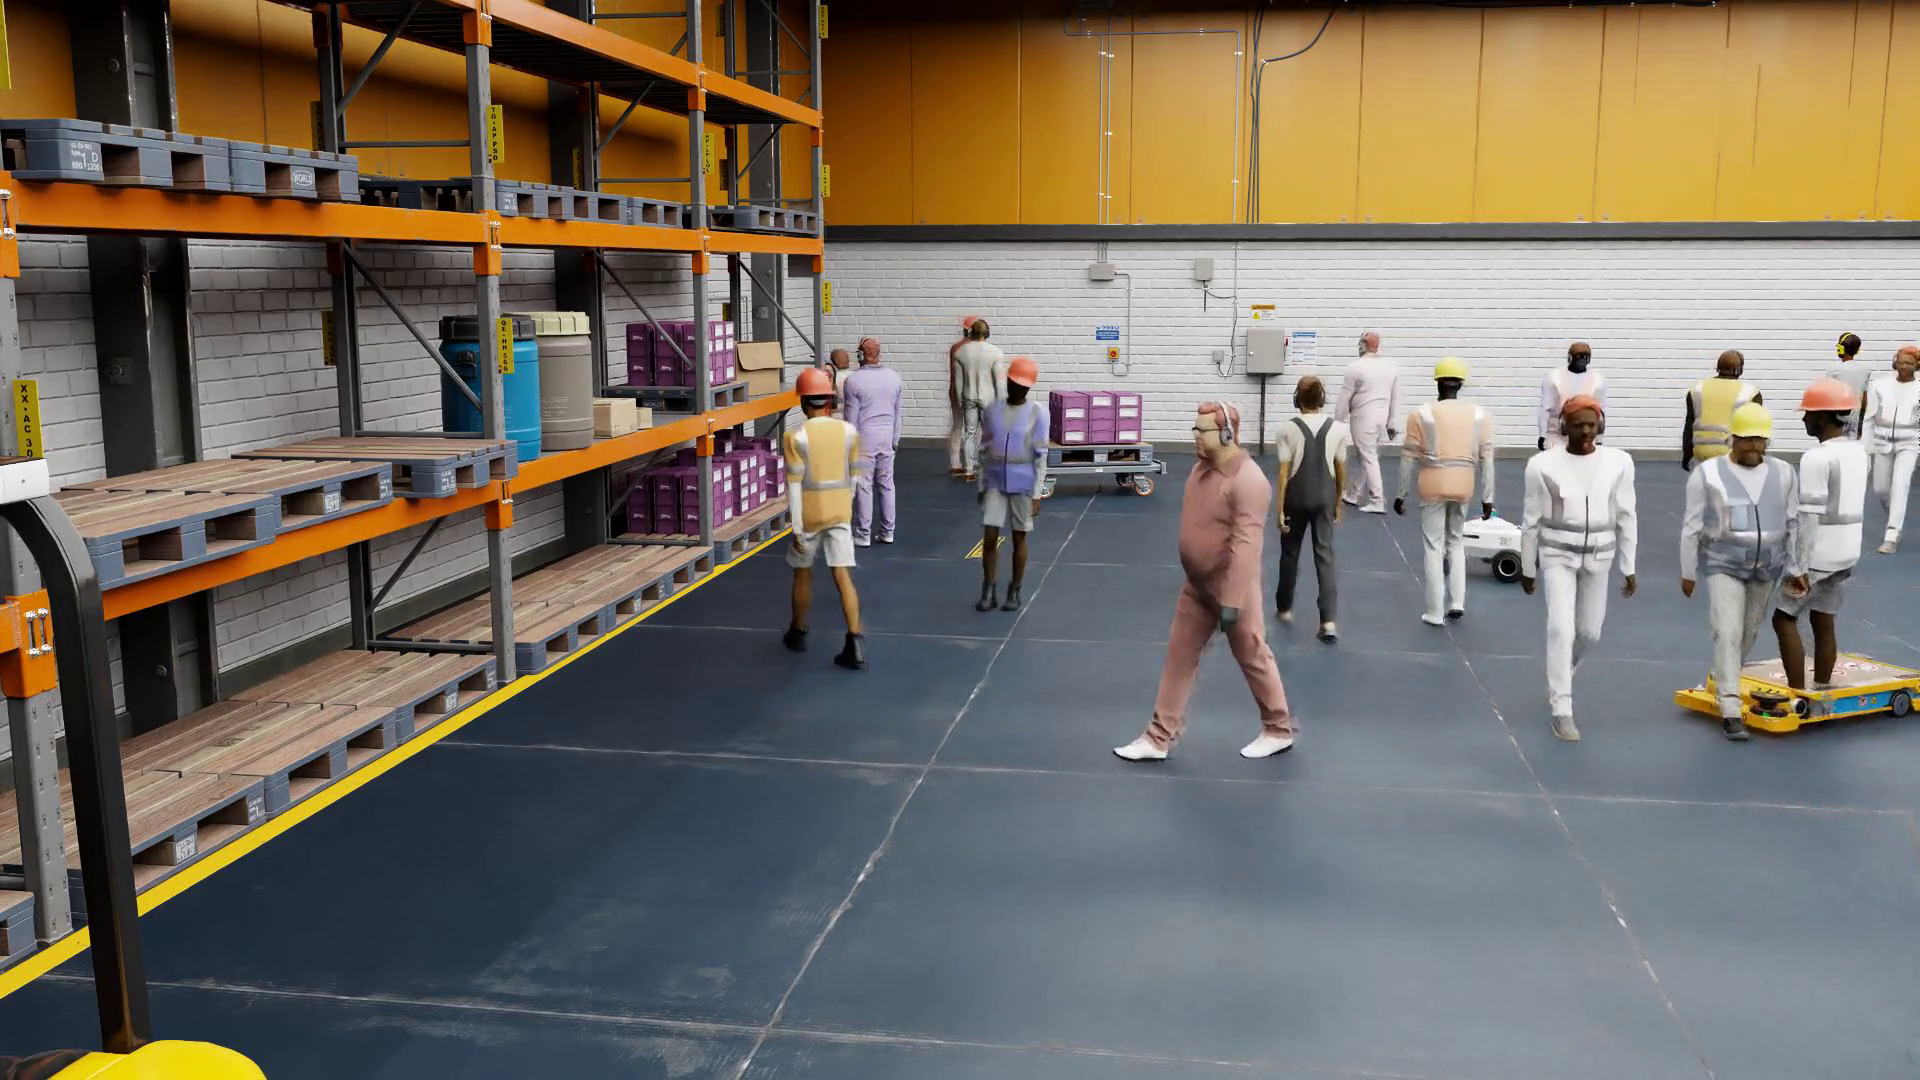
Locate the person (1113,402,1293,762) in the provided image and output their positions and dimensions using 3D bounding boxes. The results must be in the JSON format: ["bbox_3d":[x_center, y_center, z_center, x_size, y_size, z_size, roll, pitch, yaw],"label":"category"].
[{"bbox_3d":[1.303,0.226,8.426,0.991,1.853,0.666,-4,10,-22],"label":"person"}]

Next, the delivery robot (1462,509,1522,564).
[{"bbox_3d":[4.329,-0.014,13.615,0.707,0.478,0.477,6,11,33],"label":"delivery robot"}]

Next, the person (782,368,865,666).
[{"bbox_3d":[-0.874,-0.152,10.668,0.552,1.897,0.979,-4,10,-25],"label":"person"}]

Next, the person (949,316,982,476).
[{"bbox_3d":[0.137,-1.755,20.320,0.697,1.951,0.645,-7,12,-38],"label":"person"}]

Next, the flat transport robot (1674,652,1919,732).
[{"bbox_3d":[4.857,0.847,9.466,1.431,0.197,0.652,-4,10,-24],"label":"flat transport robot"}]

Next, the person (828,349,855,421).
[{"bbox_3d":[-1.362,-1.356,18.873,0.551,1.618,0.537,-5,11,-30],"label":"person"}]

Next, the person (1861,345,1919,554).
[{"bbox_3d":[8.472,-0.833,14.990,0.858,1.856,0.578,-9,13,-43],"label":"person"}]

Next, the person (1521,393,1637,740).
[{"bbox_3d":[3.364,0.110,9.137,0.587,1.862,0.786,1,9,4],"label":"person"}]

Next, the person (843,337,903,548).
[{"bbox_3d":[-0.825,-0.886,15.125,0.643,1.909,0.410,-8,12,-41],"label":"person"}]

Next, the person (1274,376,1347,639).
[{"bbox_3d":[2.431,-0.235,11.508,0.511,1.794,0.994,0,9,-2],"label":"person"}]

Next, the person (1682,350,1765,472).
[{"bbox_3d":[6.758,-0.760,14.644,0.656,1.810,0.831,9,13,43],"label":"person"}]

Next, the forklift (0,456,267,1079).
[{"bbox_3d":[-2.328,0.975,2.765,2.313,2.155,1.214,1,9,9],"label":"forklift"}]

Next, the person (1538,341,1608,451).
[{"bbox_3d":[5.976,-1.030,16.250,0.642,1.828,0.618,2,10,15],"label":"person"}]

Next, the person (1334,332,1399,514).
[{"bbox_3d":[4.171,-1.231,17.407,0.644,1.861,0.955,-6,11,-32],"label":"person"}]

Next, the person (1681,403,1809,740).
[{"bbox_3d":[4.286,0.151,9.089,0.594,1.795,0.819,0,9,3],"label":"person"}]

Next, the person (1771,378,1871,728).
[{"bbox_3d":[4.705,0.079,9.125,0.579,1.929,0.413,-5,11,-31],"label":"person"}]

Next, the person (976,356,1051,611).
[{"bbox_3d":[0.386,-0.394,12.119,0.583,1.896,0.559,4,10,21],"label":"person"}]

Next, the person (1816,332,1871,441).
[{"bbox_3d":[9.111,-1.203,17.179,0.512,1.877,0.328,-2,9,-12],"label":"person"}]

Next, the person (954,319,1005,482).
[{"bbox_3d":[0.238,-1.633,19.631,0.631,1.940,0.370,4,10,22],"label":"person"}]

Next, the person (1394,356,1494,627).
[{"bbox_3d":[3.429,-0.341,11.768,0.619,1.903,0.480,-1,9,-5],"label":"person"}]
